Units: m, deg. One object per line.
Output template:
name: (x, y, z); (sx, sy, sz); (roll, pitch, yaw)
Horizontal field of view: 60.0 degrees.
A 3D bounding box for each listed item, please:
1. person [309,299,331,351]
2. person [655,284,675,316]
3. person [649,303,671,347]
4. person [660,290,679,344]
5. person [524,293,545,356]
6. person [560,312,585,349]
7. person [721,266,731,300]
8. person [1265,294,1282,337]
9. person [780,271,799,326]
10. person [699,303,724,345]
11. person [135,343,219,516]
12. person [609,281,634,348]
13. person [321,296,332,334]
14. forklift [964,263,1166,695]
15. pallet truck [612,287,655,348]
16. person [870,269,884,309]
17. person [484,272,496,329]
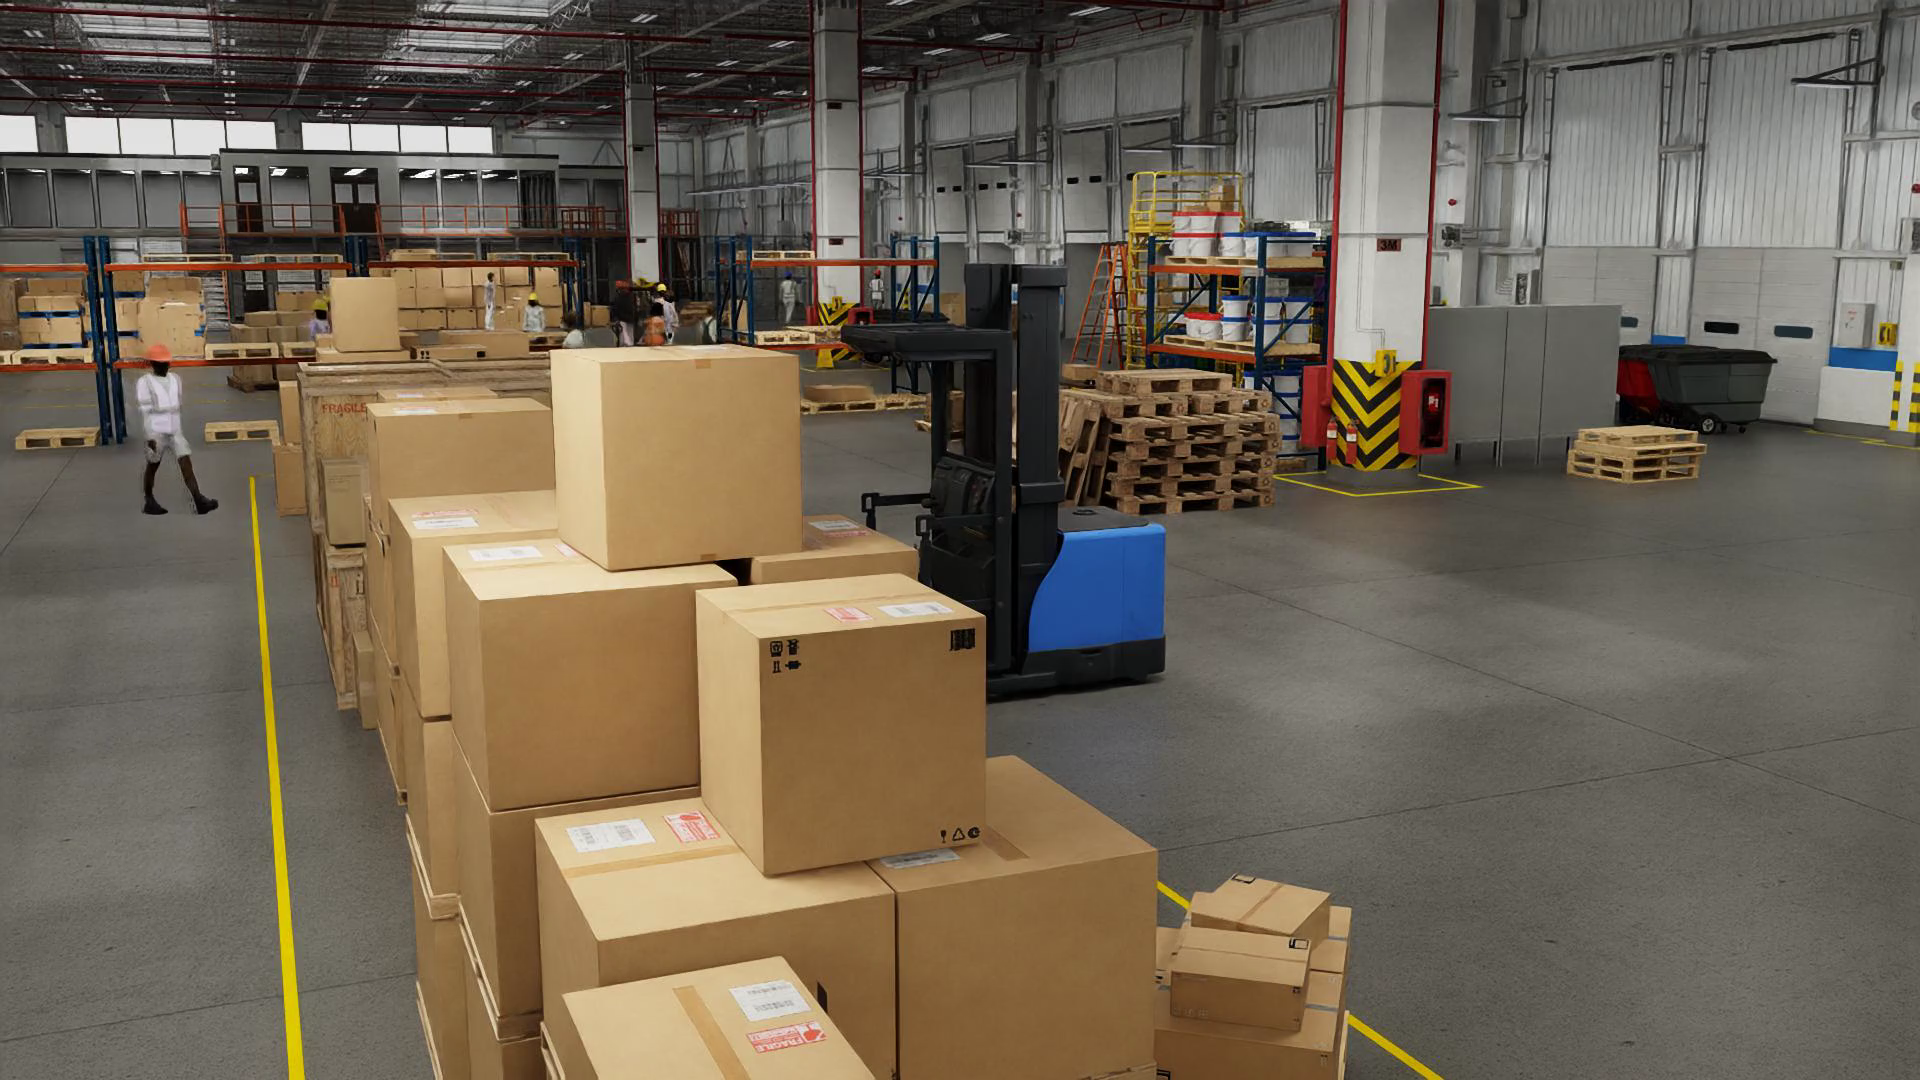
person: (-11.592, -3.404, 30.114); (0.720, 1.908, 0.598); (0, 10, 1)
person: (-7.018, -5.083, 39.346); (0.585, 1.921, 0.383); (-7, 13, -35)
person: (-6.134, -4.033, 34.239); (0.580, 1.677, 0.543); (-6, 12, -30)
person: (-6.529, -4.680, 37.349); (0.429, 1.844, 0.623); (-2, 11, -13)
person: (-10.118, -5.032, 39.635); (0.485, 1.714, 0.770); (2, 11, 13)
person: (-5.718, -2.458, 24.911); (0.818, 1.915, 0.634); (0, 10, 0)
person: (-11.209, -12.510, 80.166); (0.625, 1.967, 0.795); (-2, 10, -10)
person: (6.027, -3.840, 32.485); (0.553, 1.933, 0.380); (5, 11, 24)
person: (-5.710, -7.993, 55.414); (0.608, 1.915, 0.906); (4, 11, 23)
person: (-4.705, -3.551, 31.258); (0.498, 1.807, 0.970); (9, 14, 41)
person: (-8.512, -1.172, 17.901); (1.012, 1.876, 0.549); (5, 12, 28)
person: (-8.446, -5.434, 41.204); (1.006, 1.939, 0.649); (6, 12, 28)
person: (-13.666, -4.392, 36.002); (0.546, 1.751, 0.377); (-8, 13, -39)
forklift: (0.363, -0.447, 11.149); (1.873, 2.768, 1.129); (-4, 11, -23)
pallet truck: (-6.464, -4.406, 35.401); (0.823, 1.965, 1.885); (6, 12, 32)
person: (-2.818, -8.288, 56.958); (0.542, 1.939, 0.361); (6, 12, 32)
person: (-14.926, -7.540, 52.883); (0.380, 1.931, 0.625); (0, 10, 0)
